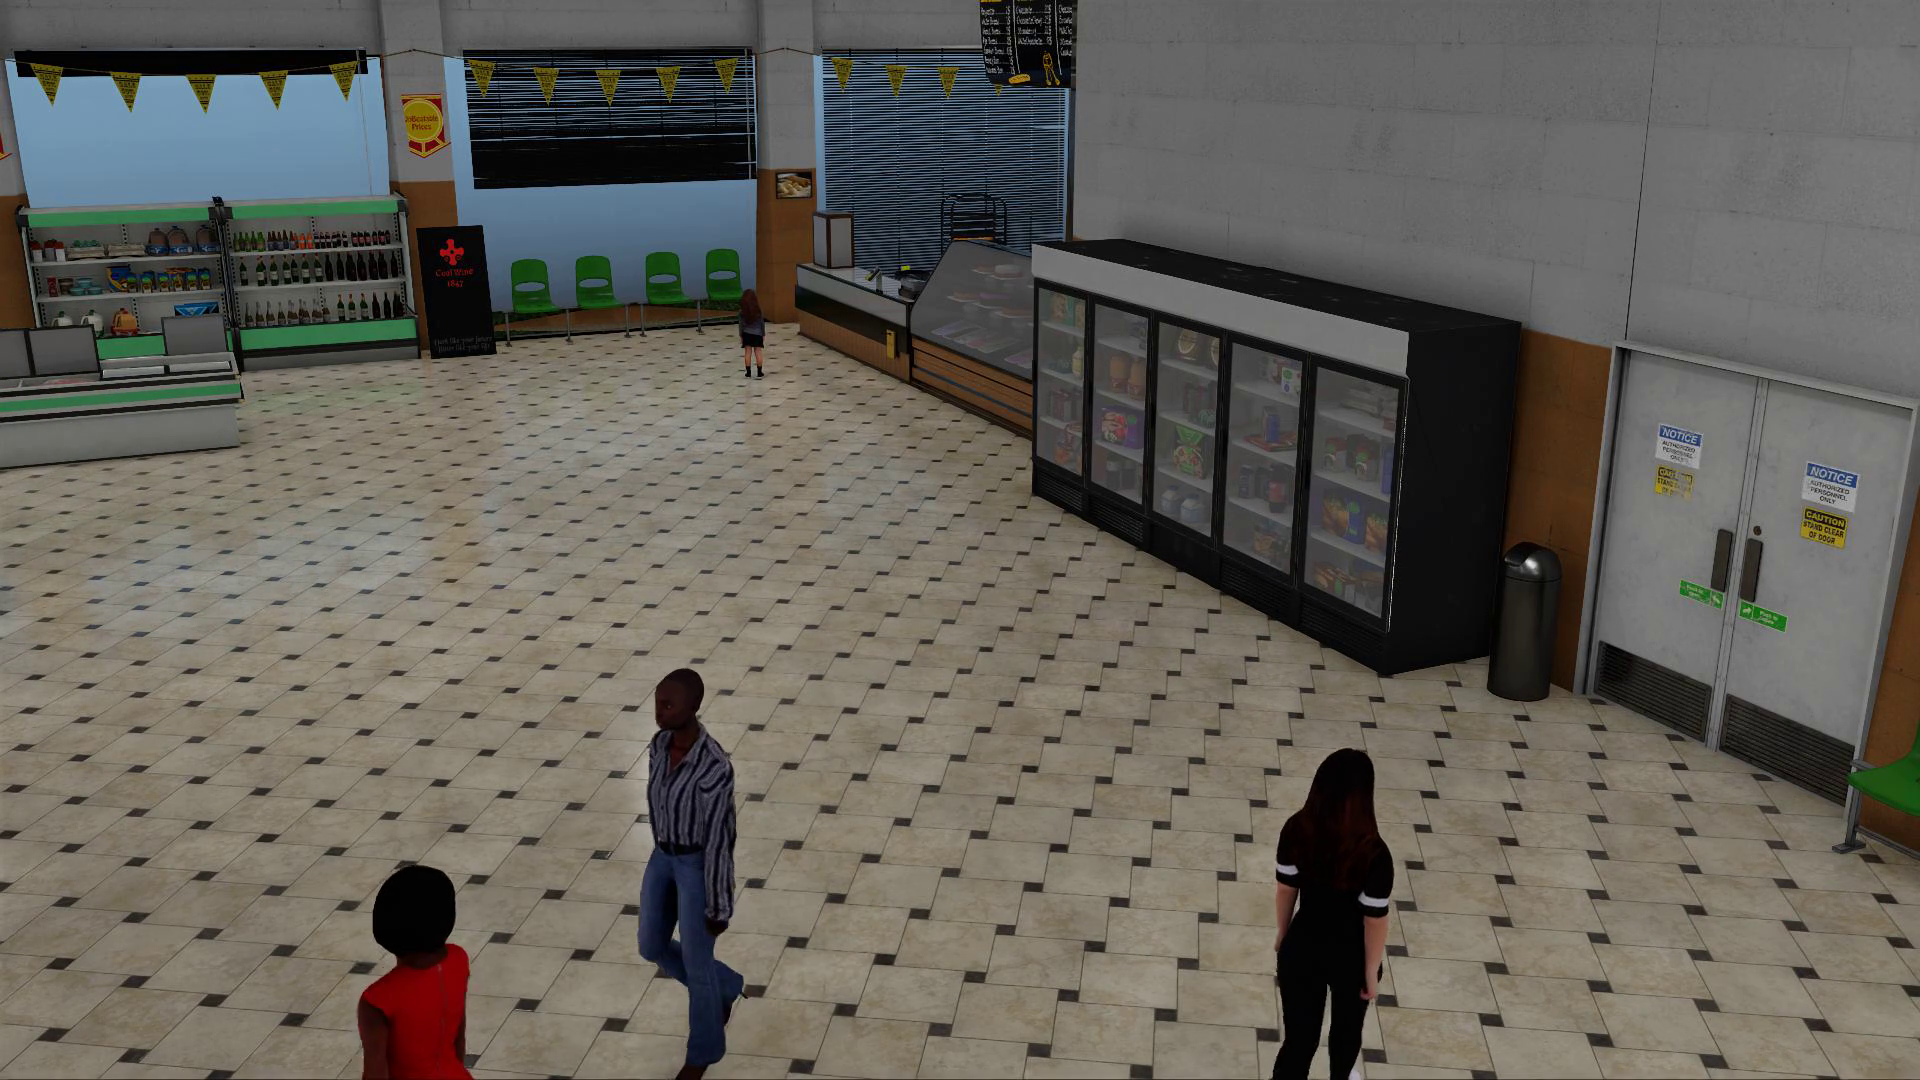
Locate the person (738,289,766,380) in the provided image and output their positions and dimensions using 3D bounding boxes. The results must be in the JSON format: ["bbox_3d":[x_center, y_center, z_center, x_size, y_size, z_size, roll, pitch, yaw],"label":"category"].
[{"bbox_3d":[-2.567,-2.550,20.509,0.456,1.107,0.579,-2,17,-7],"label":"person"}]

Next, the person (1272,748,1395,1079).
[{"bbox_3d":[1.318,1.565,6.106,0.982,1.603,1.166,10,20,30],"label":"person"}]

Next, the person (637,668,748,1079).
[{"bbox_3d":[-0.998,1.321,6.603,0.768,1.781,0.817,15,23,41],"label":"person"}]

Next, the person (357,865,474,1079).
[{"bbox_3d":[-1.602,1.838,5.005,0.904,1.720,0.832,4,17,12],"label":"person"}]
